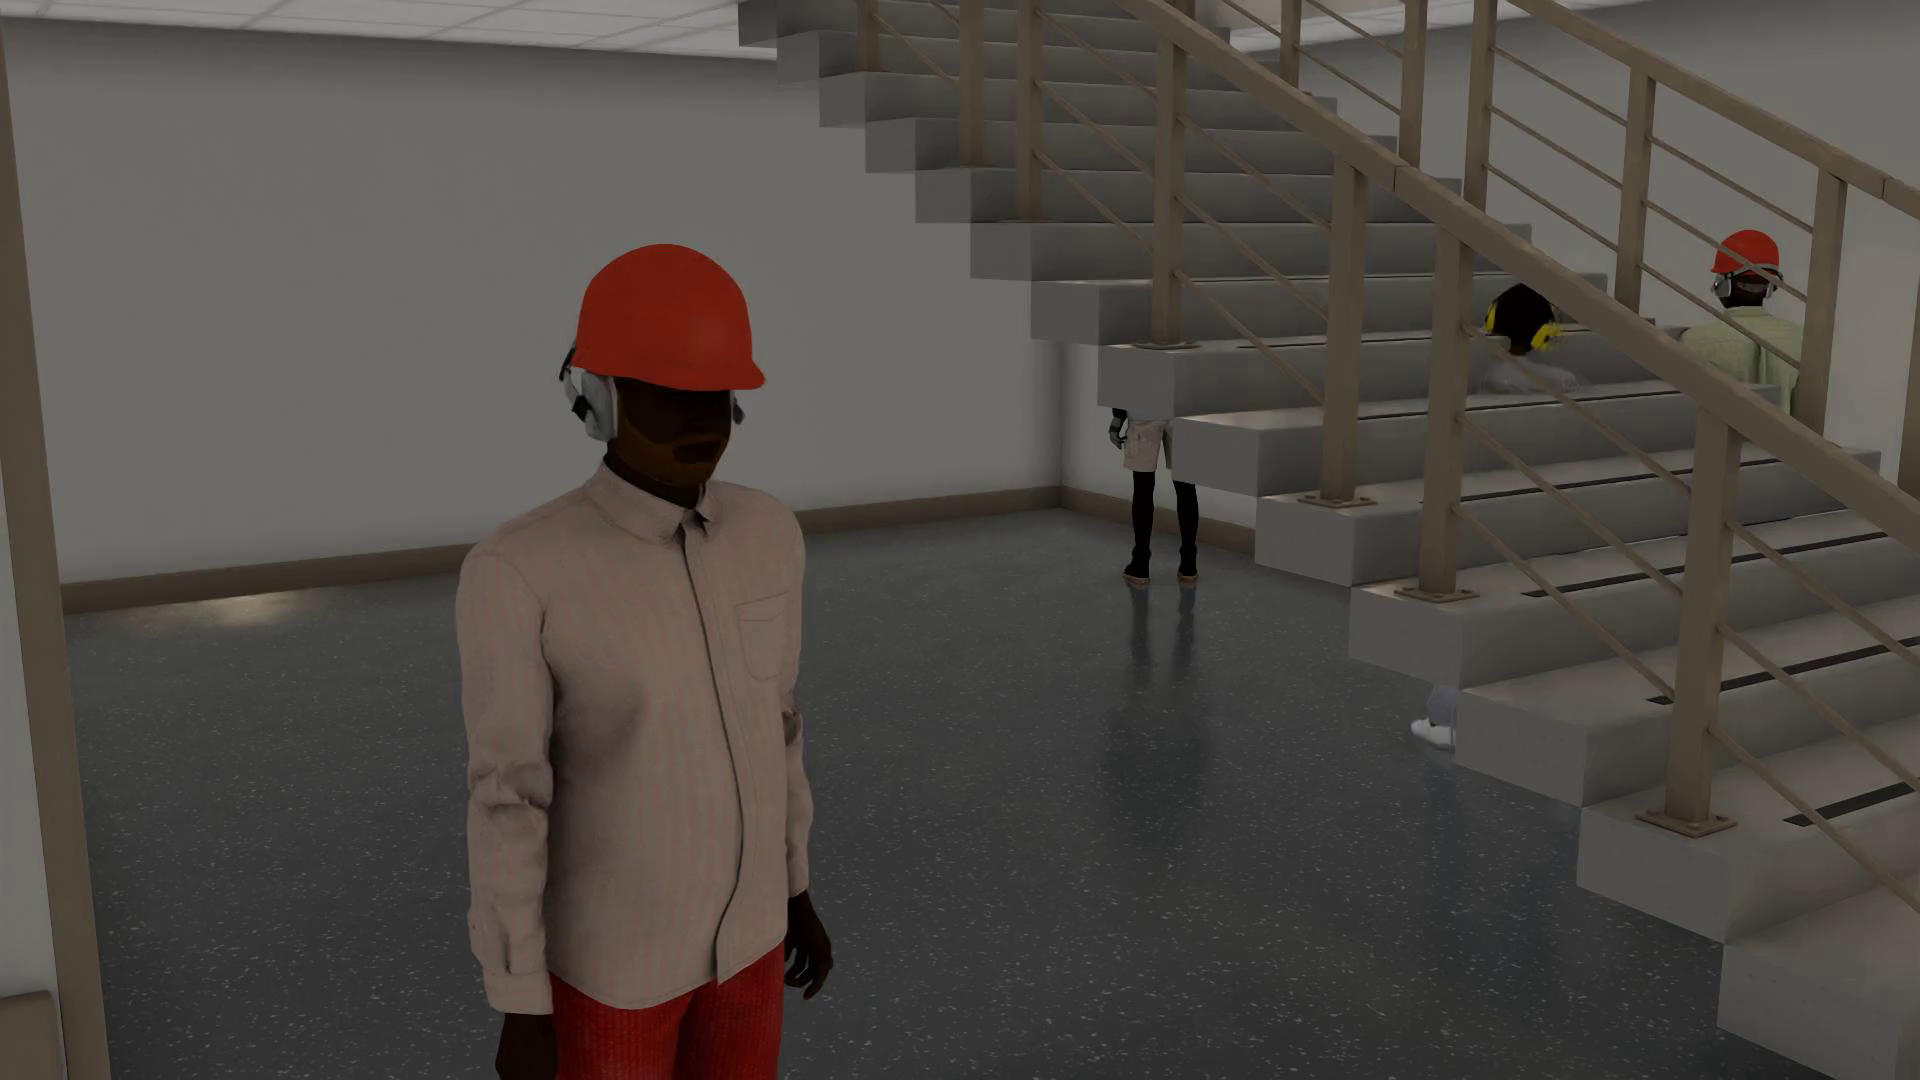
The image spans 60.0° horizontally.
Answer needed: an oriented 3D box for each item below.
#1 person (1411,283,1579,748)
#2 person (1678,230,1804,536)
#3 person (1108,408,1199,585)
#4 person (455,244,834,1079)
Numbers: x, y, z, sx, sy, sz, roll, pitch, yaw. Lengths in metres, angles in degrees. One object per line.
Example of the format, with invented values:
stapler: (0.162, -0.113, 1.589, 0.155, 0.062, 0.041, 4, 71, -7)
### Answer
person: (2.025, -0.032, 6.127, 0.559, 1.821, 0.890, -1, 11, -6)
person: (3.093, -0.232, 6.681, 0.609, 1.995, 0.378, -1, 11, -7)
person: (1.140, -0.726, 9.355, 0.614, 1.963, 0.362, -1, 11, -5)
person: (-0.421, 0.576, 2.440, 0.390, 1.991, 0.626, 8, 14, 38)
